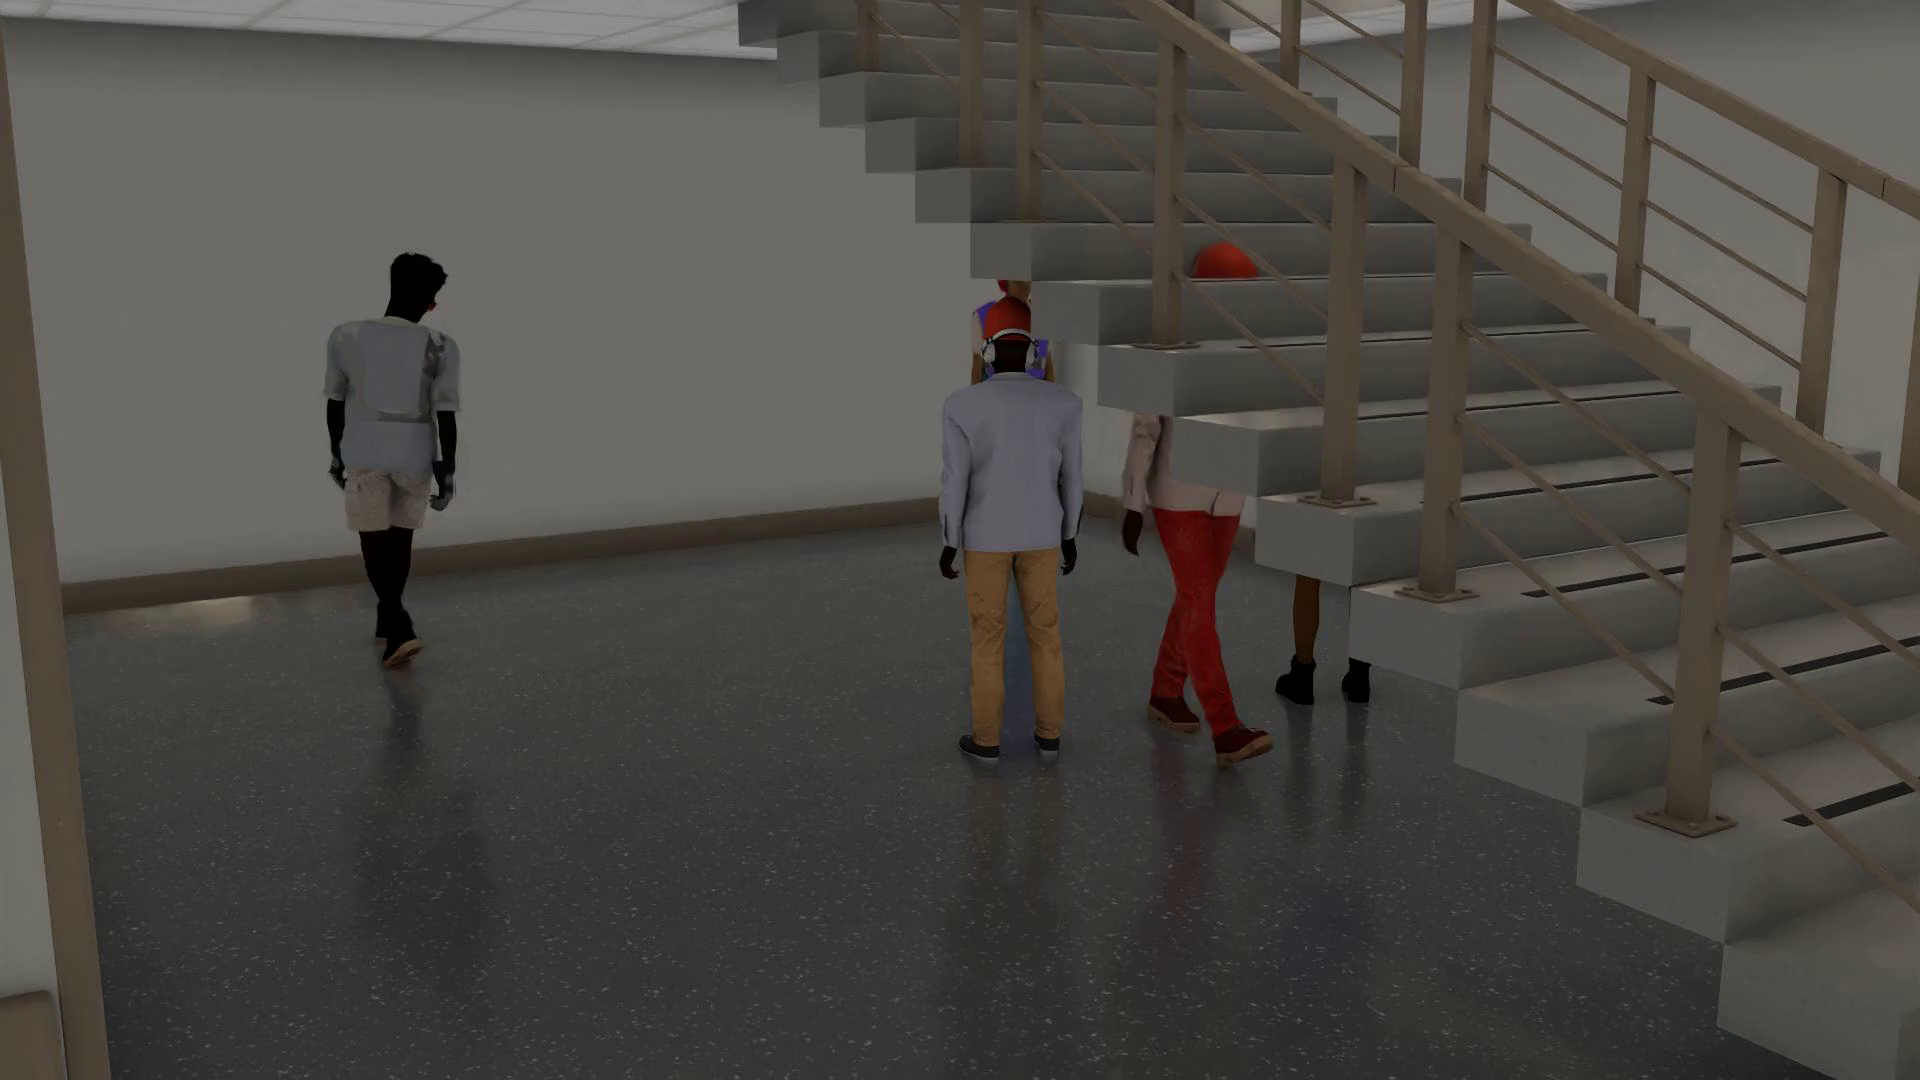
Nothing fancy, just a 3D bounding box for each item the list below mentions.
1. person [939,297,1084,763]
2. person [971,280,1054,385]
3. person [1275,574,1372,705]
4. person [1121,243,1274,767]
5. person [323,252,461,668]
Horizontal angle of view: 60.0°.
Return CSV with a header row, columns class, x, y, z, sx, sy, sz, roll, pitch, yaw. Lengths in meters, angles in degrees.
class,x,y,z,sx,sy,sz,roll,pitch,yaw
person,0.184,-0.037,6.293,0.573,1.749,0.342,-3,11,-16
person,0.335,-0.826,10.284,0.596,1.824,0.433,-5,12,-25
person,1.559,-0.261,7.016,0.543,1.927,0.375,-1,11,-3
person,0.990,-0.137,6.320,0.638,1.936,1.011,-6,12,-28
person,-2.619,-0.380,7.738,0.606,1.895,0.900,-4,12,-22
